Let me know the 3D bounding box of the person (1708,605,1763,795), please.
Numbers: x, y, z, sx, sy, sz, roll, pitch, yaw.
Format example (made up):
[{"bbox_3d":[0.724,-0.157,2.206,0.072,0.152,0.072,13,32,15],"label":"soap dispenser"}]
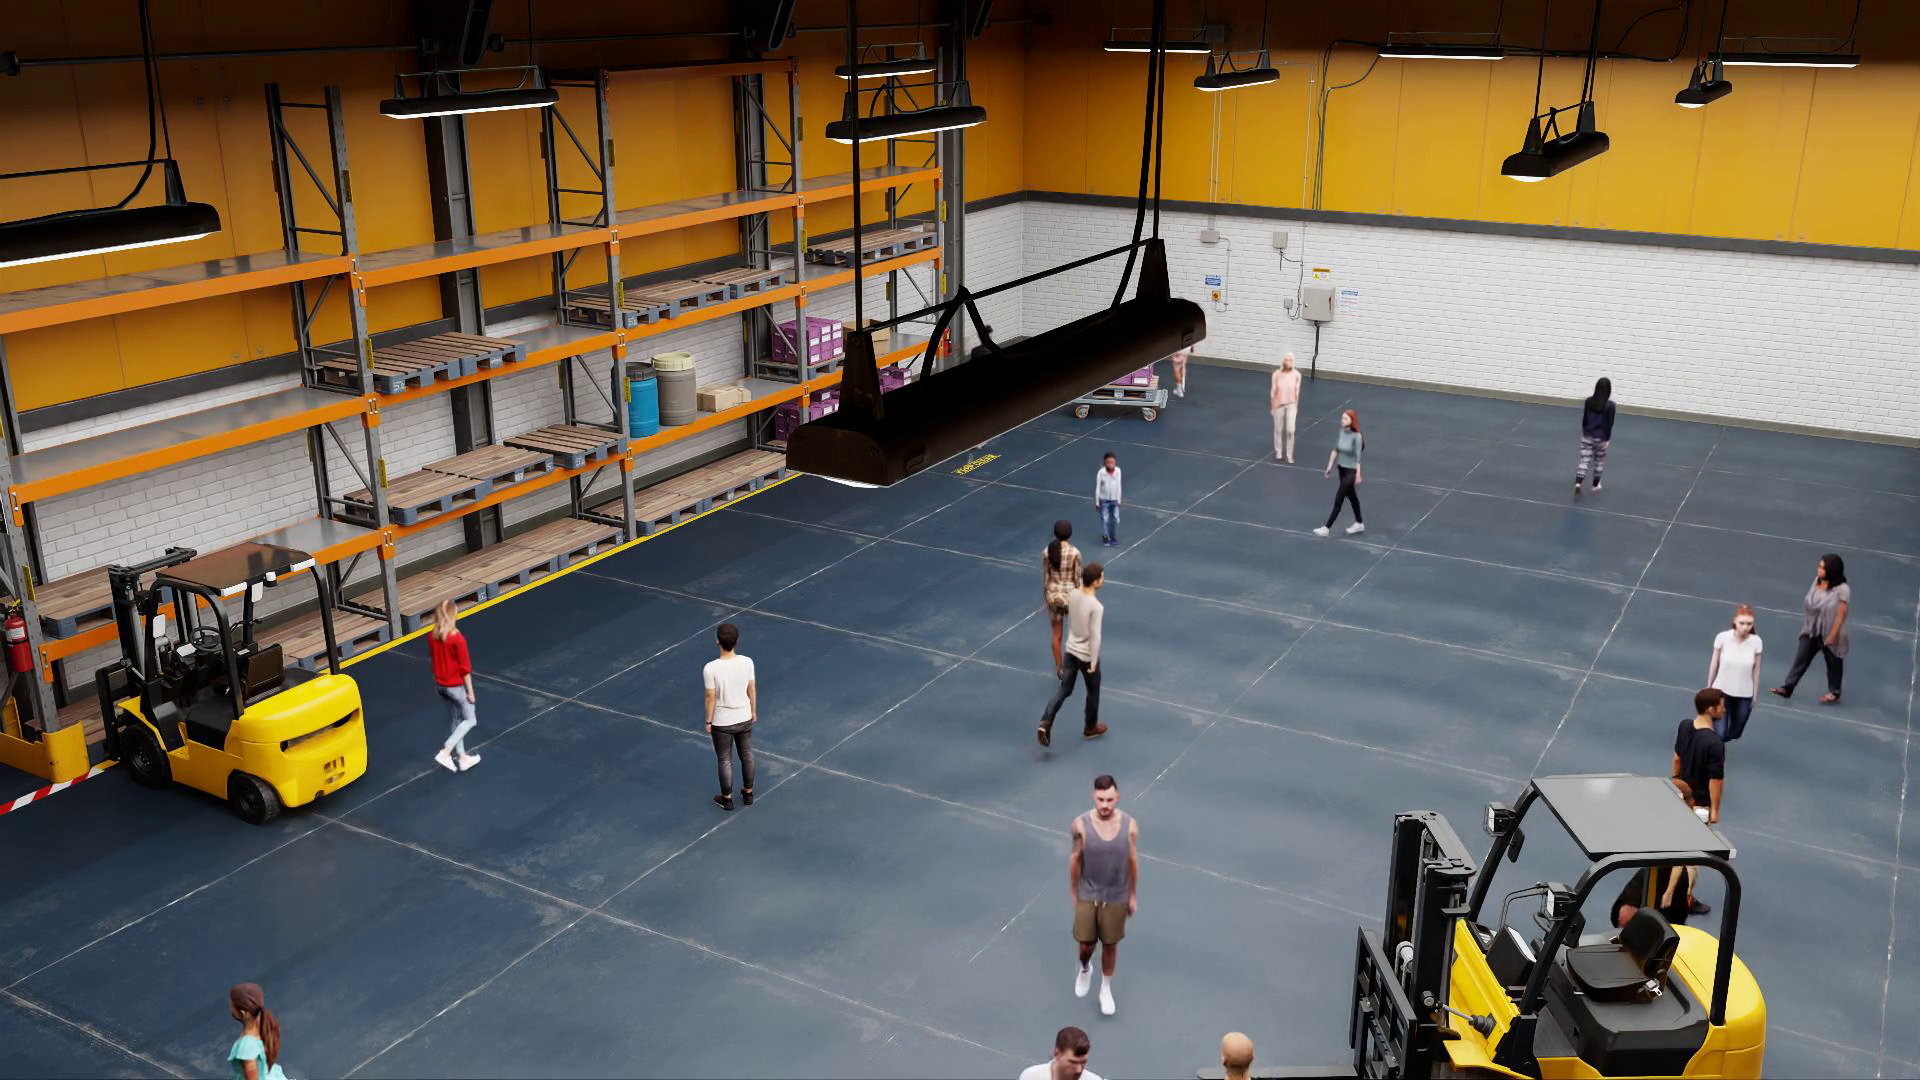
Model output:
[{"bbox_3d":[7.000,1.398,15.114,0.703,1.719,1.072,6,20,18],"label":"person"}]

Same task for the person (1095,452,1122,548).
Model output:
[{"bbox_3d":[1.934,-0.550,21.633,0.604,1.251,0.649,0,19,-1],"label":"person"}]

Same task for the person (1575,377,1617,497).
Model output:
[{"bbox_3d":[8.966,-1.446,23.579,0.702,1.707,1.057,14,23,36],"label":"person"}]

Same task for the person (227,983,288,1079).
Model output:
[{"bbox_3d":[-4.009,3.295,9.757,0.762,1.542,0.741,1,19,4],"label":"person"}]

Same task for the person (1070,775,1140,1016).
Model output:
[{"bbox_3d":[1.016,2.444,11.742,0.761,1.834,0.819,0,19,-1],"label":"person"}]

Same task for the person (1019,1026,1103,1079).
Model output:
[{"bbox_3d":[0.523,3.384,9.072,0.911,1.812,1.291,6,19,17],"label":"person"}]

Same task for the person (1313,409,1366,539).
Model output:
[{"bbox_3d":[5.164,-0.864,21.864,1.136,1.698,0.999,-7,20,-20],"label":"person"}]

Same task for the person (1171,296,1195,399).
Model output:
[{"bbox_3d":[3.905,-3.373,29.205,0.794,1.767,0.859,-6,20,-18],"label":"person"}]

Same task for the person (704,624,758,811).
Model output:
[{"bbox_3d":[-2.021,1.545,14.672,0.649,1.722,0.768,-10,21,-28],"label":"person"}]

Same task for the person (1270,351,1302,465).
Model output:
[{"bbox_3d":[4.941,-2.048,25.379,0.834,1.699,0.997,2,19,6],"label":"person"}]

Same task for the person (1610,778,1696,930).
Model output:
[{"bbox_3d":[5.196,2.473,12.105,0.951,1.602,0.875,-7,20,-19],"label":"person"}]

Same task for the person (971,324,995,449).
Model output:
[{"bbox_3d":[0.374,-2.387,26.059,0.862,1.907,1.220,7,20,19],"label":"person"}]

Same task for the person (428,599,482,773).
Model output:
[{"bbox_3d":[-4.681,1.378,15.208,0.615,1.698,0.761,11,21,28],"label":"person"}]

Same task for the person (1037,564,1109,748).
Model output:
[{"bbox_3d":[1.089,1.121,15.762,1.218,1.830,0.863,-17,25,-41],"label":"person"}]

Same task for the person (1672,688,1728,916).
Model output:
[{"bbox_3d":[5.750,2.024,13.042,0.758,1.855,0.706,-6,19,-17],"label":"person"}]

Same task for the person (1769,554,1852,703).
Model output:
[{"bbox_3d":[8.805,0.913,16.790,1.093,1.569,1.003,-7,20,-19],"label":"person"}]

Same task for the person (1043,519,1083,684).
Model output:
[{"bbox_3d":[1.038,0.674,17.166,0.634,1.781,0.642,7,20,21],"label":"person"}]
